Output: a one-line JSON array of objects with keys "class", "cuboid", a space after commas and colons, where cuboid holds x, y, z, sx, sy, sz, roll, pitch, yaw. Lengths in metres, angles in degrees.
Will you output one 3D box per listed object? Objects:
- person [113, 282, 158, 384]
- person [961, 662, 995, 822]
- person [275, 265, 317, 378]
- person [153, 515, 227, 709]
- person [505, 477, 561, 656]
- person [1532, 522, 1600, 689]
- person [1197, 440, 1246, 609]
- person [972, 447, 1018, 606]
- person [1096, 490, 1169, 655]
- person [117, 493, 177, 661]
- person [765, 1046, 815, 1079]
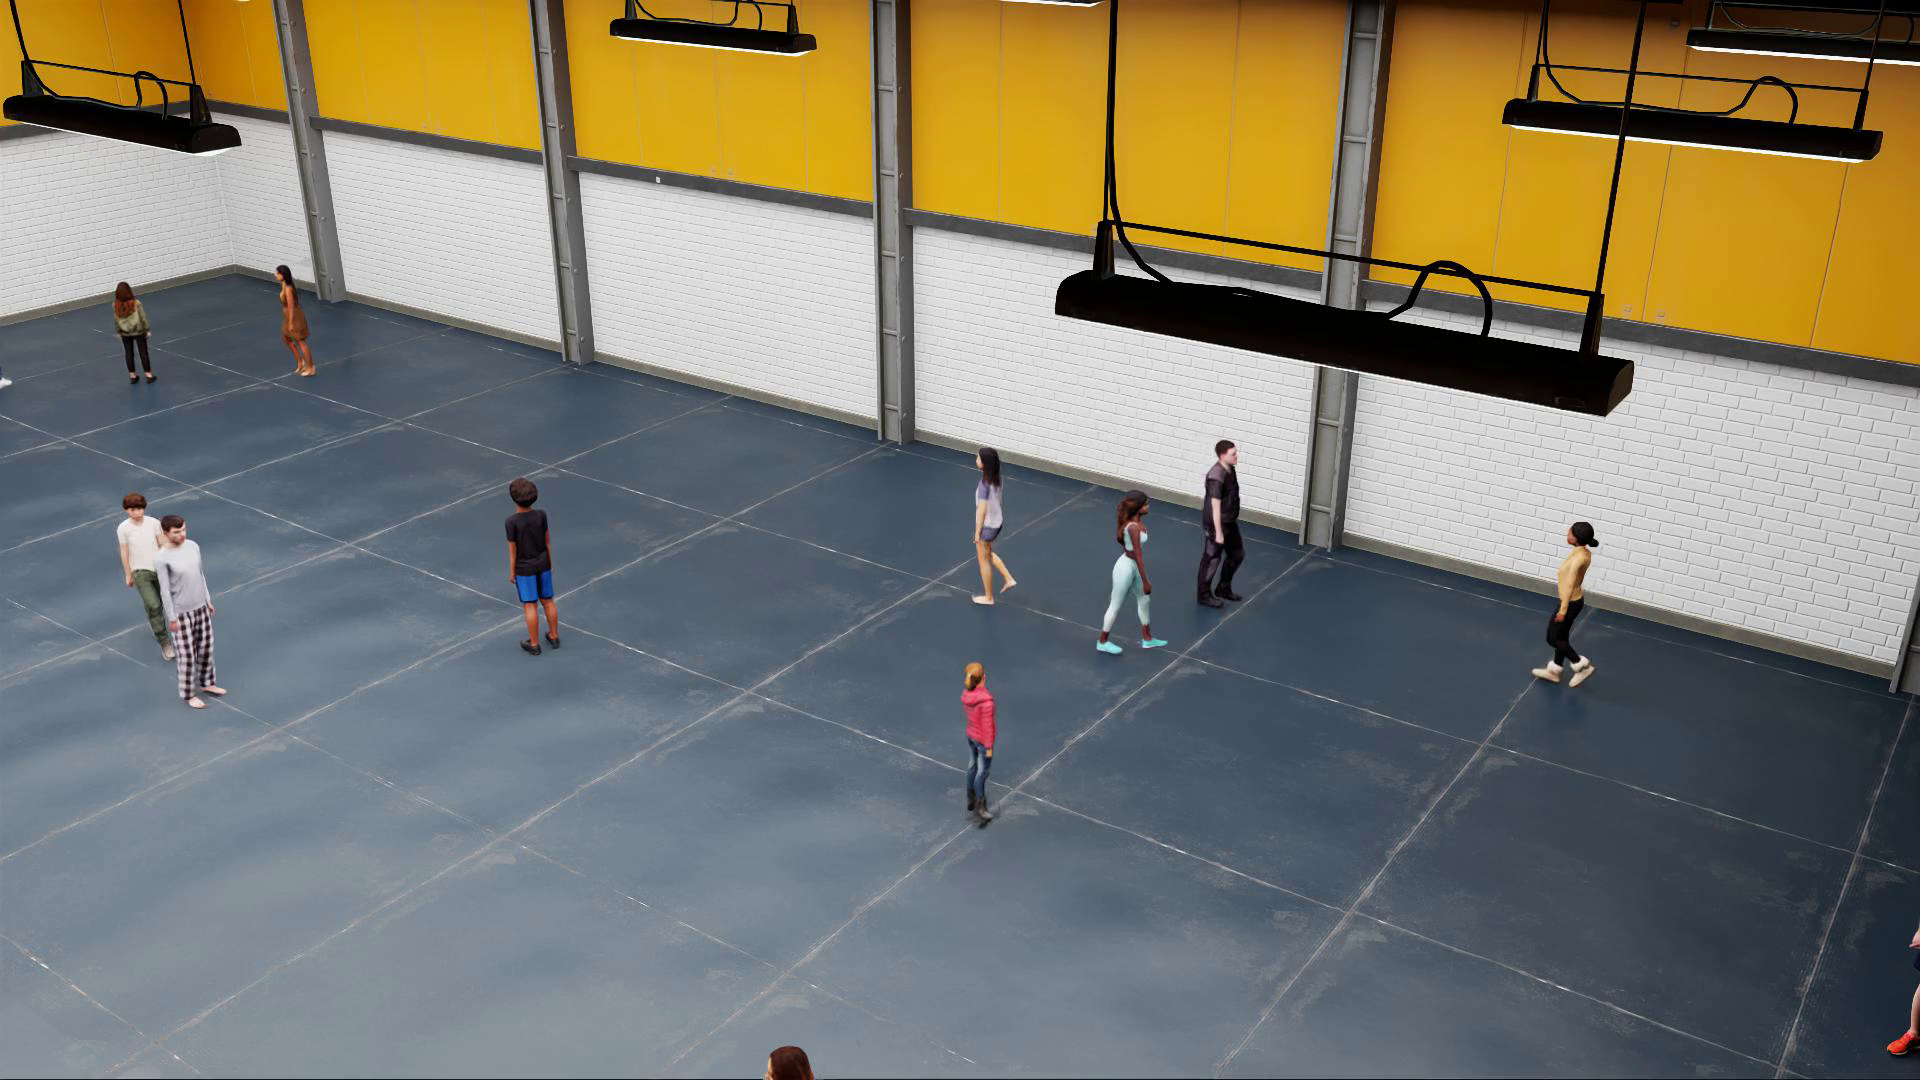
[{"class": "person", "cuboid": [-11.889, -2.986, 23.892, 0.664, 1.476, 0.726, -3, 24, -8]}, {"class": "person", "cuboid": [0.152, 1.637, 13.540, 0.770, 1.297, 0.609, -7, 25, -16]}, {"class": "person", "cuboid": [-9.556, -3.178, 24.081, 0.770, 1.677, 0.671, -15, 28, -30]}, {"class": "person", "cuboid": [-7.058, 0.619, 15.182, 0.597, 1.847, 0.667, 10, 26, 22]}, {"class": "person", "cuboid": [-4.137, 0.248, 16.090, 0.652, 1.799, 0.647, -18, 30, -36]}, {"class": "person", "cuboid": [5.720, 0.617, 15.429, 0.793, 1.654, 0.616, 14, 27, 30]}, {"class": "person", "cuboid": [2.576, -0.179, 17.027, 0.716, 1.832, 0.801, 12, 26, 25]}, {"class": "person", "cuboid": [0.374, -0.121, 17.031, 0.754, 1.722, 0.679, 8, 25, 18]}, {"class": "person", "cuboid": [1.534, 0.330, 16.027, 1.006, 1.699, 0.817, 4, 24, 9]}, {"class": "person", "cuboid": [-7.910, 0.301, 16.200, 0.830, 1.615, 1.213, -17, 29, -33]}, {"class": "person", "cuboid": [-0.731, 3.419, 8.872, 0.866, 1.770, 0.815, -8, 25, -18]}]
